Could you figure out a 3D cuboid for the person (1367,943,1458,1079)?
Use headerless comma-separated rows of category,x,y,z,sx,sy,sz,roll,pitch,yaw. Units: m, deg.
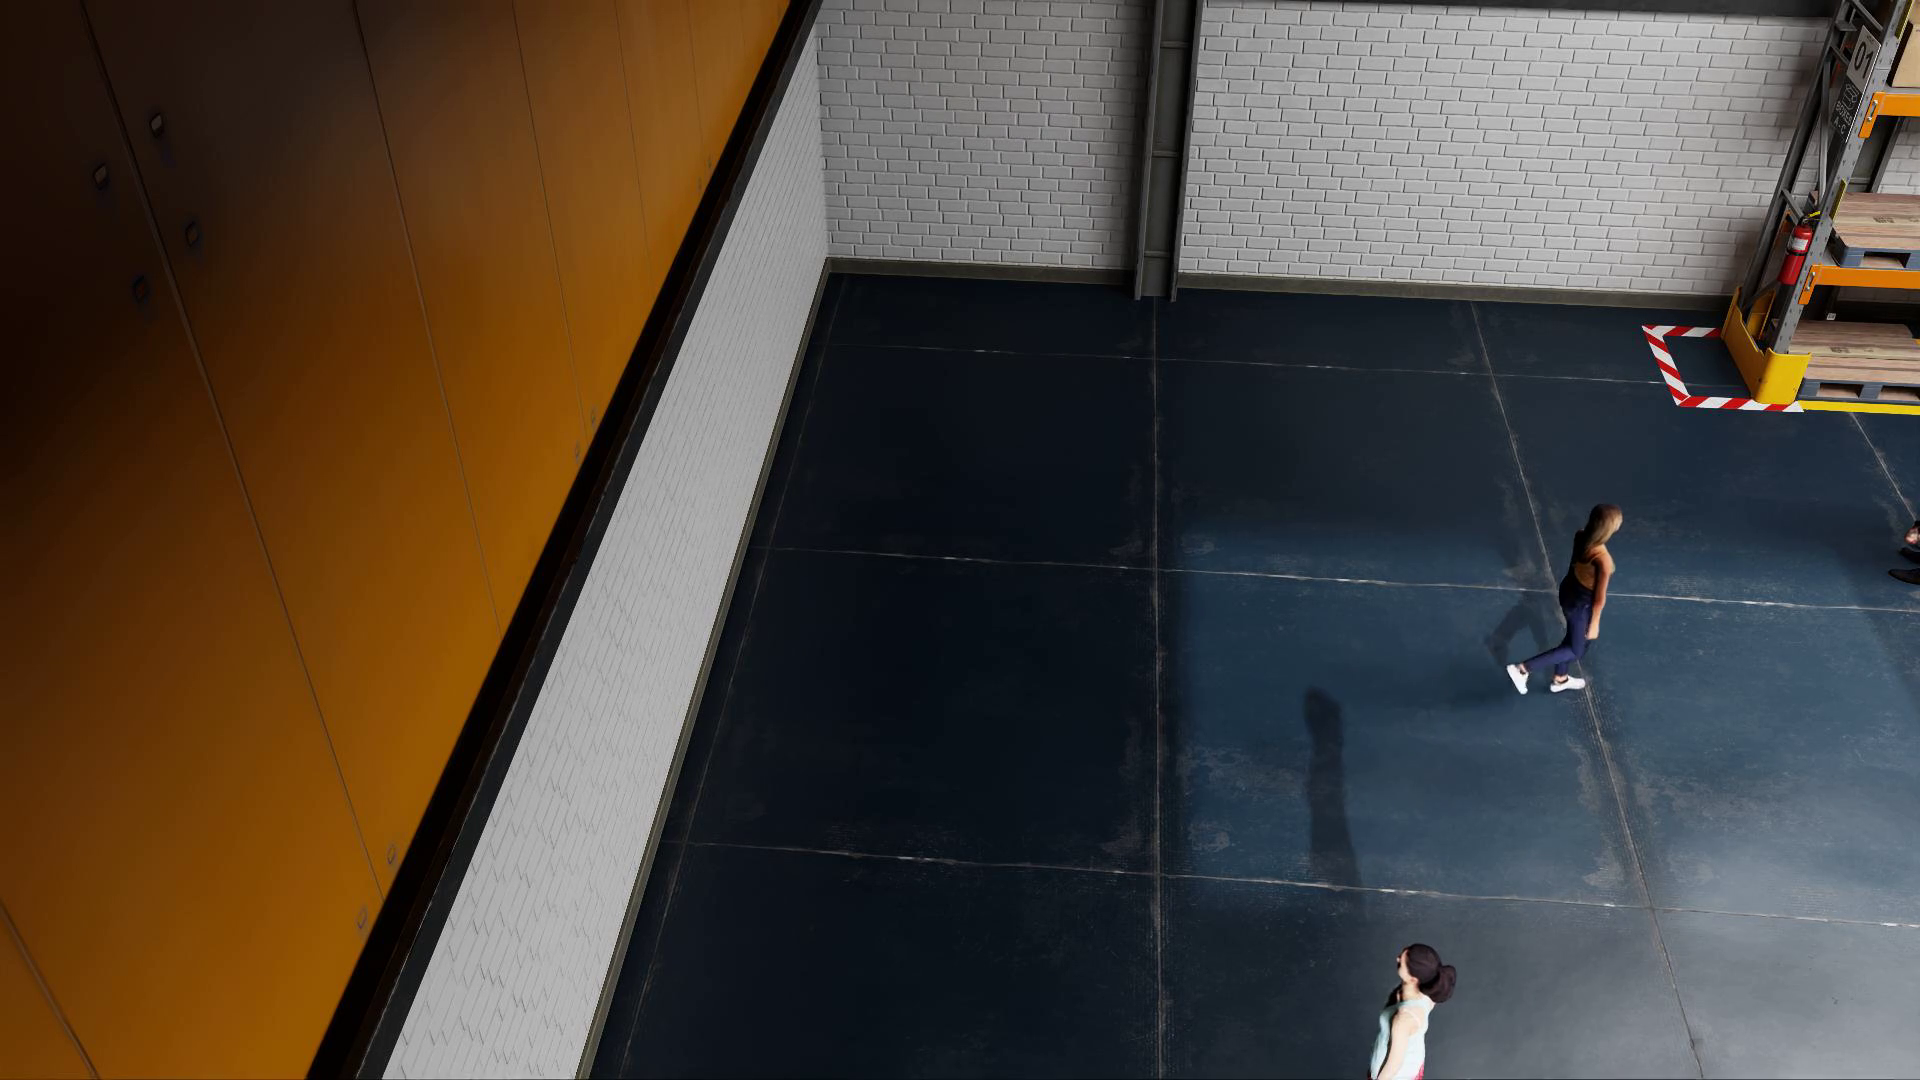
person,2.166,2.608,8.312,0.689,1.765,0.680,20,43,24

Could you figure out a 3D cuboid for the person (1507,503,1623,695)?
person,4.074,0.447,11.139,0.901,1.613,0.669,-3,39,-4
